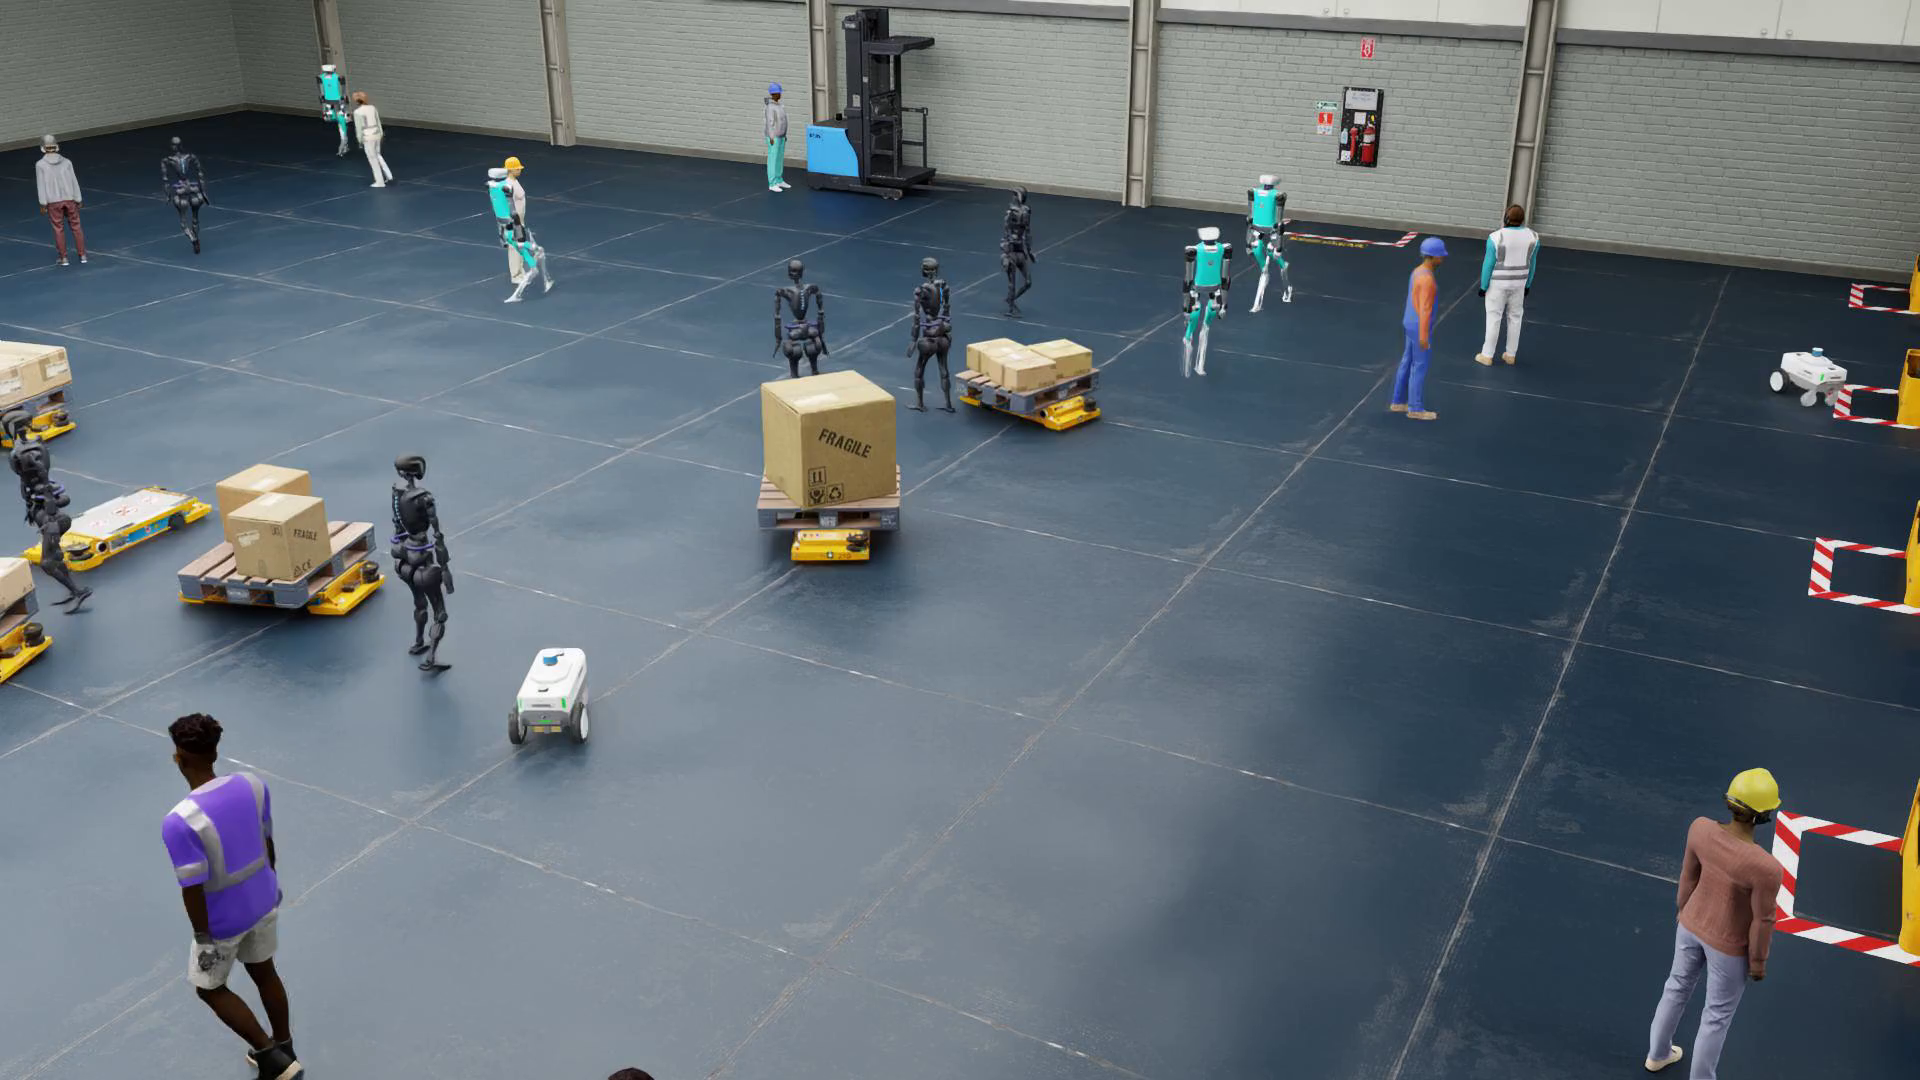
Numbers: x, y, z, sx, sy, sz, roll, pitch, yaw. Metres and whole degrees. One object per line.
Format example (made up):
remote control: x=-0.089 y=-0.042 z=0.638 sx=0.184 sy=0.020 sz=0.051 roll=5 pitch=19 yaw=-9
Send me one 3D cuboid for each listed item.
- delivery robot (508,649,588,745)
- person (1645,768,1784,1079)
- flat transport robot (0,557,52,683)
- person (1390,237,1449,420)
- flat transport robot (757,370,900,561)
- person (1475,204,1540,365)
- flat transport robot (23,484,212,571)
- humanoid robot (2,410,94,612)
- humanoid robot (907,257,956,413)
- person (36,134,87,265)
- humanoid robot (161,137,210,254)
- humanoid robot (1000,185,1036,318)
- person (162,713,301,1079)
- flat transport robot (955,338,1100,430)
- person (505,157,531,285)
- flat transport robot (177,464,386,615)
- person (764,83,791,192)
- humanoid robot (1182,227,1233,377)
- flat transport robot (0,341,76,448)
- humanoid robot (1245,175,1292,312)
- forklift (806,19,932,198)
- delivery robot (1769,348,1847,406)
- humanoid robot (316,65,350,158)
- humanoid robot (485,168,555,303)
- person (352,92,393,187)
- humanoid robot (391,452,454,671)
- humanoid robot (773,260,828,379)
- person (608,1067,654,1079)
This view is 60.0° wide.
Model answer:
delivery robot: x=-2.780 y=1.037 z=11.375 sx=0.499 sy=0.585 sz=0.775 roll=0 pitch=23 yaw=-1
person: x=3.626 y=1.874 z=7.919 sx=0.343 sy=1.761 sz=0.522 roll=-10 pitch=25 yaw=-22
flat transport robot: x=-7.576 y=0.839 z=12.210 sx=1.431 sy=0.231 sz=0.659 roll=2 pitch=23 yaw=4
person: x=4.776 y=-2.187 z=17.208 sx=0.434 sy=1.914 sz=0.541 roll=1 pitch=23 yaw=2
flat transport robot: x=-1.128 y=-0.179 z=14.579 sx=0.659 sy=0.231 sz=1.431 roll=-1 pitch=23 yaw=-2
person: x=6.205 y=-2.901 z=18.925 sx=0.620 sy=1.844 sz=0.429 roll=-3 pitch=23 yaw=-6
flat transport robot: x=-7.291 y=-0.118 z=14.437 sx=0.659 sy=0.231 sz=1.431 roll=9 pitch=25 yaw=20
humanoid robot: x=-7.115 y=-0.243 z=12.945 sx=0.590 sy=1.646 sz=0.349 roll=19 pitch=30 yaw=38
humanoid robot: x=-0.285 y=-2.141 z=17.375 sx=0.461 sy=1.642 sz=0.602 roll=18 pitch=29 yaw=36
person: x=-12.626 y=-4.777 z=23.340 sx=0.548 sy=1.806 sz=0.380 roll=-20 pitch=30 yaw=-38
humanoid robot: x=-11.150 y=-4.986 z=24.006 sx=0.593 sy=1.630 sz=0.650 roll=-17 pitch=29 yaw=-35
humanoid robot: x=0.683 y=-3.603 z=20.762 sx=0.383 sy=1.644 sz=0.593 roll=16 pitch=28 yaw=33
person: x=-3.465 y=1.757 z=7.978 sx=0.607 sy=1.923 sz=0.654 roll=8 pitch=25 yaw=18
flat transport robot: x=0.725 y=-1.473 z=17.591 sx=1.431 sy=0.231 sz=0.659 roll=21 pitch=31 yaw=40
person: x=-5.960 y=-4.290 z=22.349 sx=0.337 sy=1.693 sz=0.478 roll=-2 pitch=23 yaw=-4
flat transport robot: x=-5.445 y=0.345 z=13.360 sx=1.431 sy=0.231 sz=0.659 roll=4 pitch=24 yaw=10
person: x=-3.106 y=-6.811 z=28.110 sx=0.359 sy=1.777 sz=0.536 roll=8 pitch=24 yaw=17
humanoid robot: x=2.664 y=-2.590 z=18.466 sx=0.543 sy=1.877 sz=0.764 roll=-3 pitch=23 yaw=-8
flat transport robot: x=-9.828 y=-1.183 z=16.916 sx=1.431 sy=0.231 sz=0.659 roll=7 pitch=24 yaw=15
humanoid robot: x=4.040 y=-3.816 z=21.213 sx=0.544 sy=1.774 sz=0.930 roll=19 pitch=29 yaw=37
forklift: x=-1.573 y=-7.292 z=27.850 sx=1.873 sy=2.768 sz=1.129 roll=12 pitch=26 yaw=25
delivery robot: x=9.182 y=-1.782 z=17.943 sx=0.499 sy=0.590 sz=0.761 roll=-4 pitch=24 yaw=-10
humanoid robot: x=-11.477 y=-7.921 z=30.747 sx=0.559 sy=1.732 sz=1.028 roll=1 pitch=23 yaw=2
humanoid robot: x=-5.636 y=-4.008 z=21.701 sx=0.556 sy=1.764 sz=0.997 roll=21 pitch=31 yaw=40
person: x=-10.035 y=-6.808 z=28.303 sx=0.370 sy=1.612 sz=0.540 roll=8 pitch=25 yaw=18
humanoid robot: x=-3.939 y=0.144 z=12.060 sx=0.589 sy=1.636 sz=0.422 roll=17 pitch=29 yaw=35
humanoid robot: x=-1.627 y=-2.064 z=17.200 sx=0.585 sy=1.640 sz=0.459 roll=-12 pitch=26 yaw=-25
person: x=-1.123 y=2.645 z=5.917 sx=0.589 sy=1.919 sz=0.399 roll=-18 pitch=29 yaw=-36
